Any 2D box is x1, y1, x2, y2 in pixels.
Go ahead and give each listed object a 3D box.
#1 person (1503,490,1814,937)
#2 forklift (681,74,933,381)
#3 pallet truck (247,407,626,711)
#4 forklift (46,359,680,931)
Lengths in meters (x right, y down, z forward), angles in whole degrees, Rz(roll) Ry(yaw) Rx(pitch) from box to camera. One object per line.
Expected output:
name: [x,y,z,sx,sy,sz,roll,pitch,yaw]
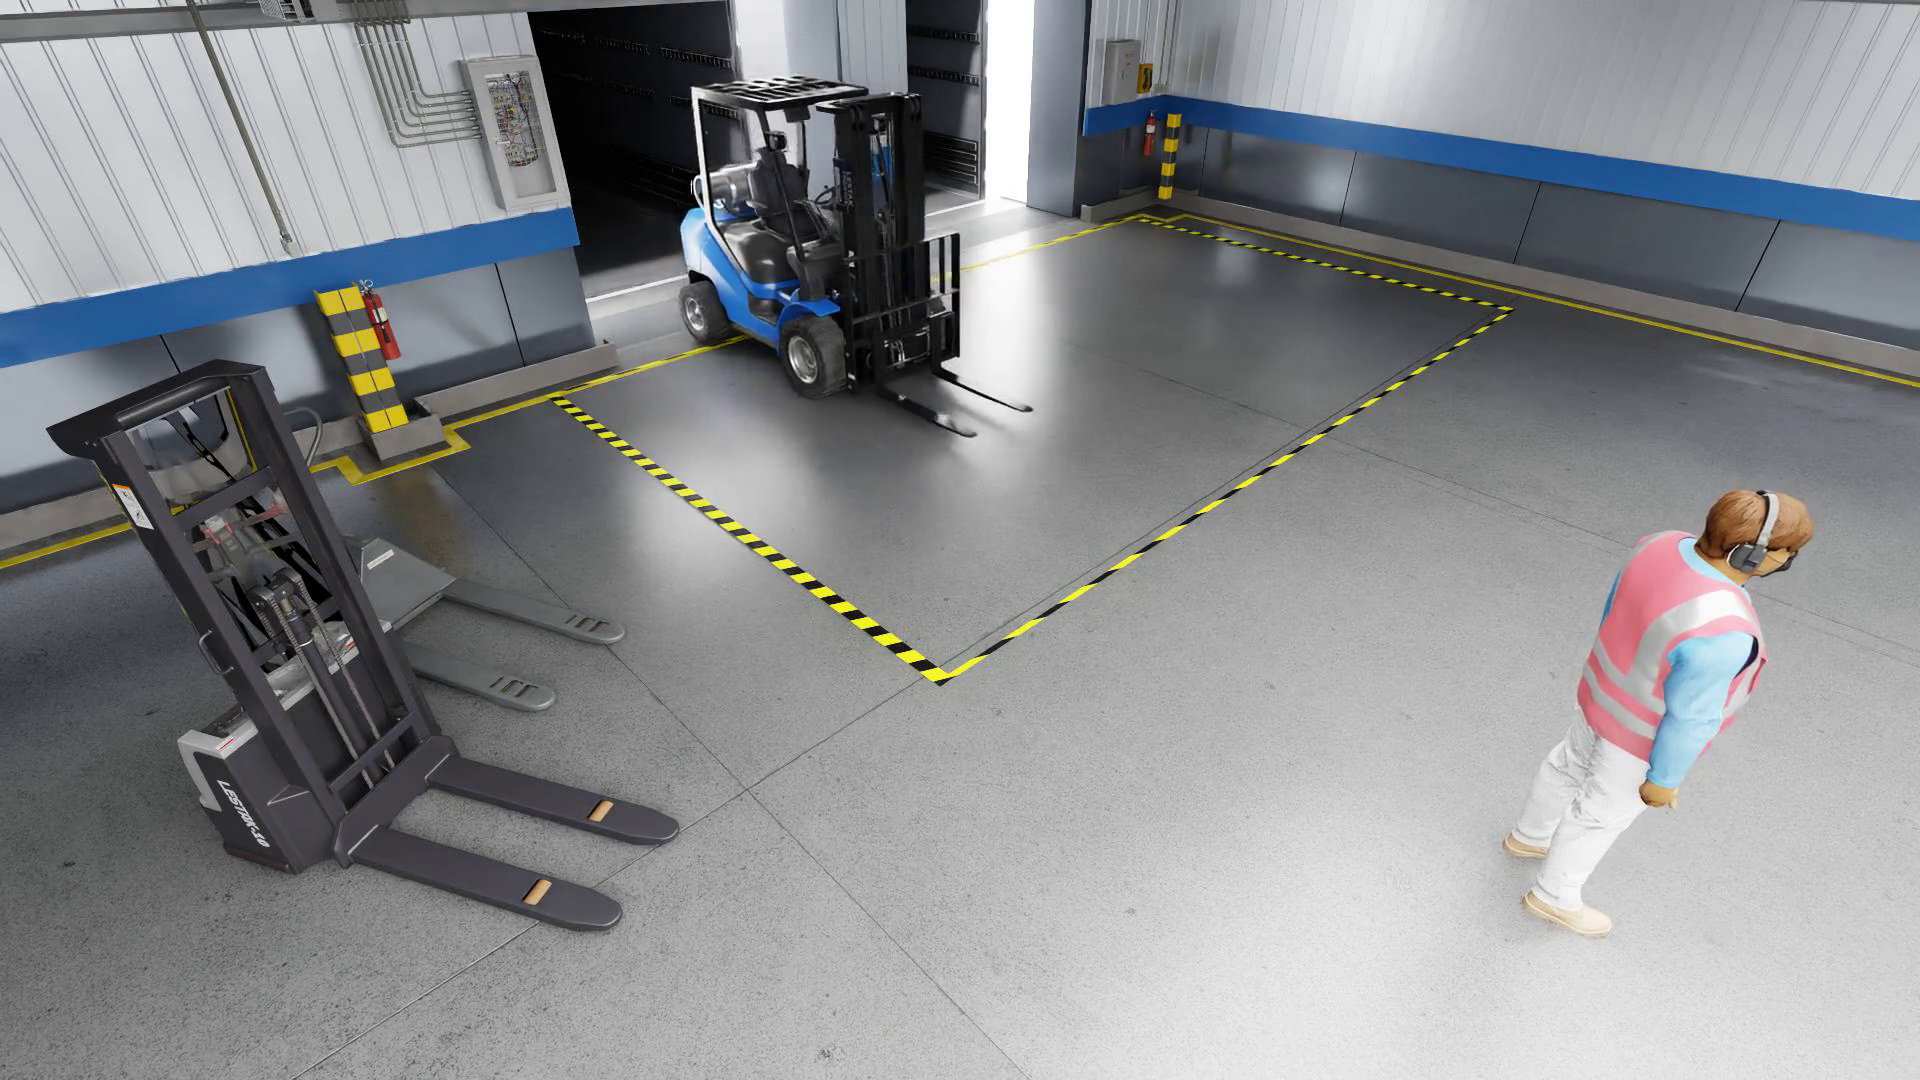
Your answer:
person: [2.374,0.626,3.191,0.429,1.842,0.633,8,35,12]
forklift: [-1.317,-2.678,7.591,1.157,2.036,2.680,-28,43,-34]
pallet truck: [-2.628,0.038,4.590,1.601,1.201,0.680,12,36,18]
forklift: [-2.135,0.422,3.354,1.885,1.965,0.823,10,35,14]
